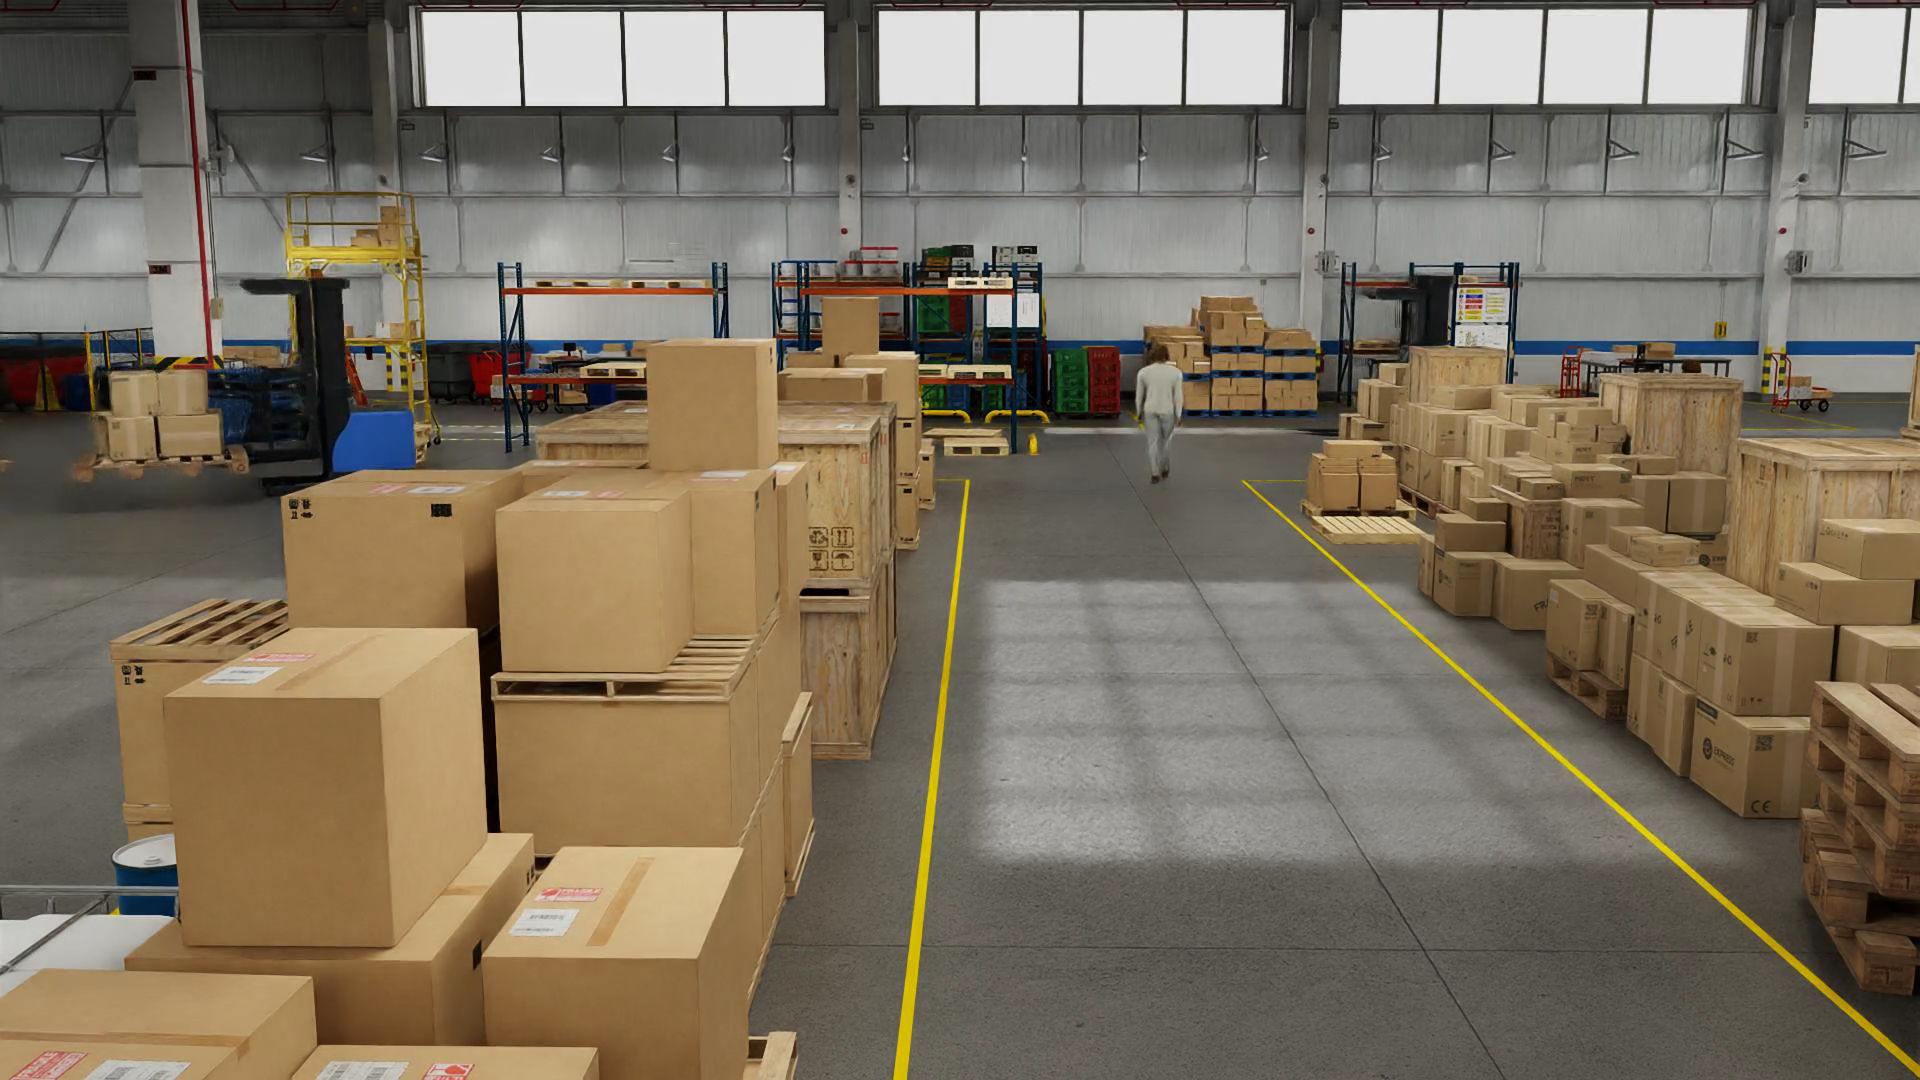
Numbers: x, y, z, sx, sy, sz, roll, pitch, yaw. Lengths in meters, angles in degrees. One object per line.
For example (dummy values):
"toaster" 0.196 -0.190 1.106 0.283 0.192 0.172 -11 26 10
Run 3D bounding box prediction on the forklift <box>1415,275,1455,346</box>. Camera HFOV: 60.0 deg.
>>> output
"forklift" 7.511 -2.816 26.501 1.873 2.768 1.129 0 9 1

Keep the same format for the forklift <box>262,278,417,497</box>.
"forklift" -8.253 -2.054 21.937 1.873 2.768 1.129 -4 10 -25

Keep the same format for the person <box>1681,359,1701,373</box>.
"person" 9.027 -1.323 20.662 0.625 1.846 0.429 -3 10 -18

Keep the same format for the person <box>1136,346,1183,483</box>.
"person" 2.775 -1.757 23.157 0.651 1.888 0.990 2 10 9
